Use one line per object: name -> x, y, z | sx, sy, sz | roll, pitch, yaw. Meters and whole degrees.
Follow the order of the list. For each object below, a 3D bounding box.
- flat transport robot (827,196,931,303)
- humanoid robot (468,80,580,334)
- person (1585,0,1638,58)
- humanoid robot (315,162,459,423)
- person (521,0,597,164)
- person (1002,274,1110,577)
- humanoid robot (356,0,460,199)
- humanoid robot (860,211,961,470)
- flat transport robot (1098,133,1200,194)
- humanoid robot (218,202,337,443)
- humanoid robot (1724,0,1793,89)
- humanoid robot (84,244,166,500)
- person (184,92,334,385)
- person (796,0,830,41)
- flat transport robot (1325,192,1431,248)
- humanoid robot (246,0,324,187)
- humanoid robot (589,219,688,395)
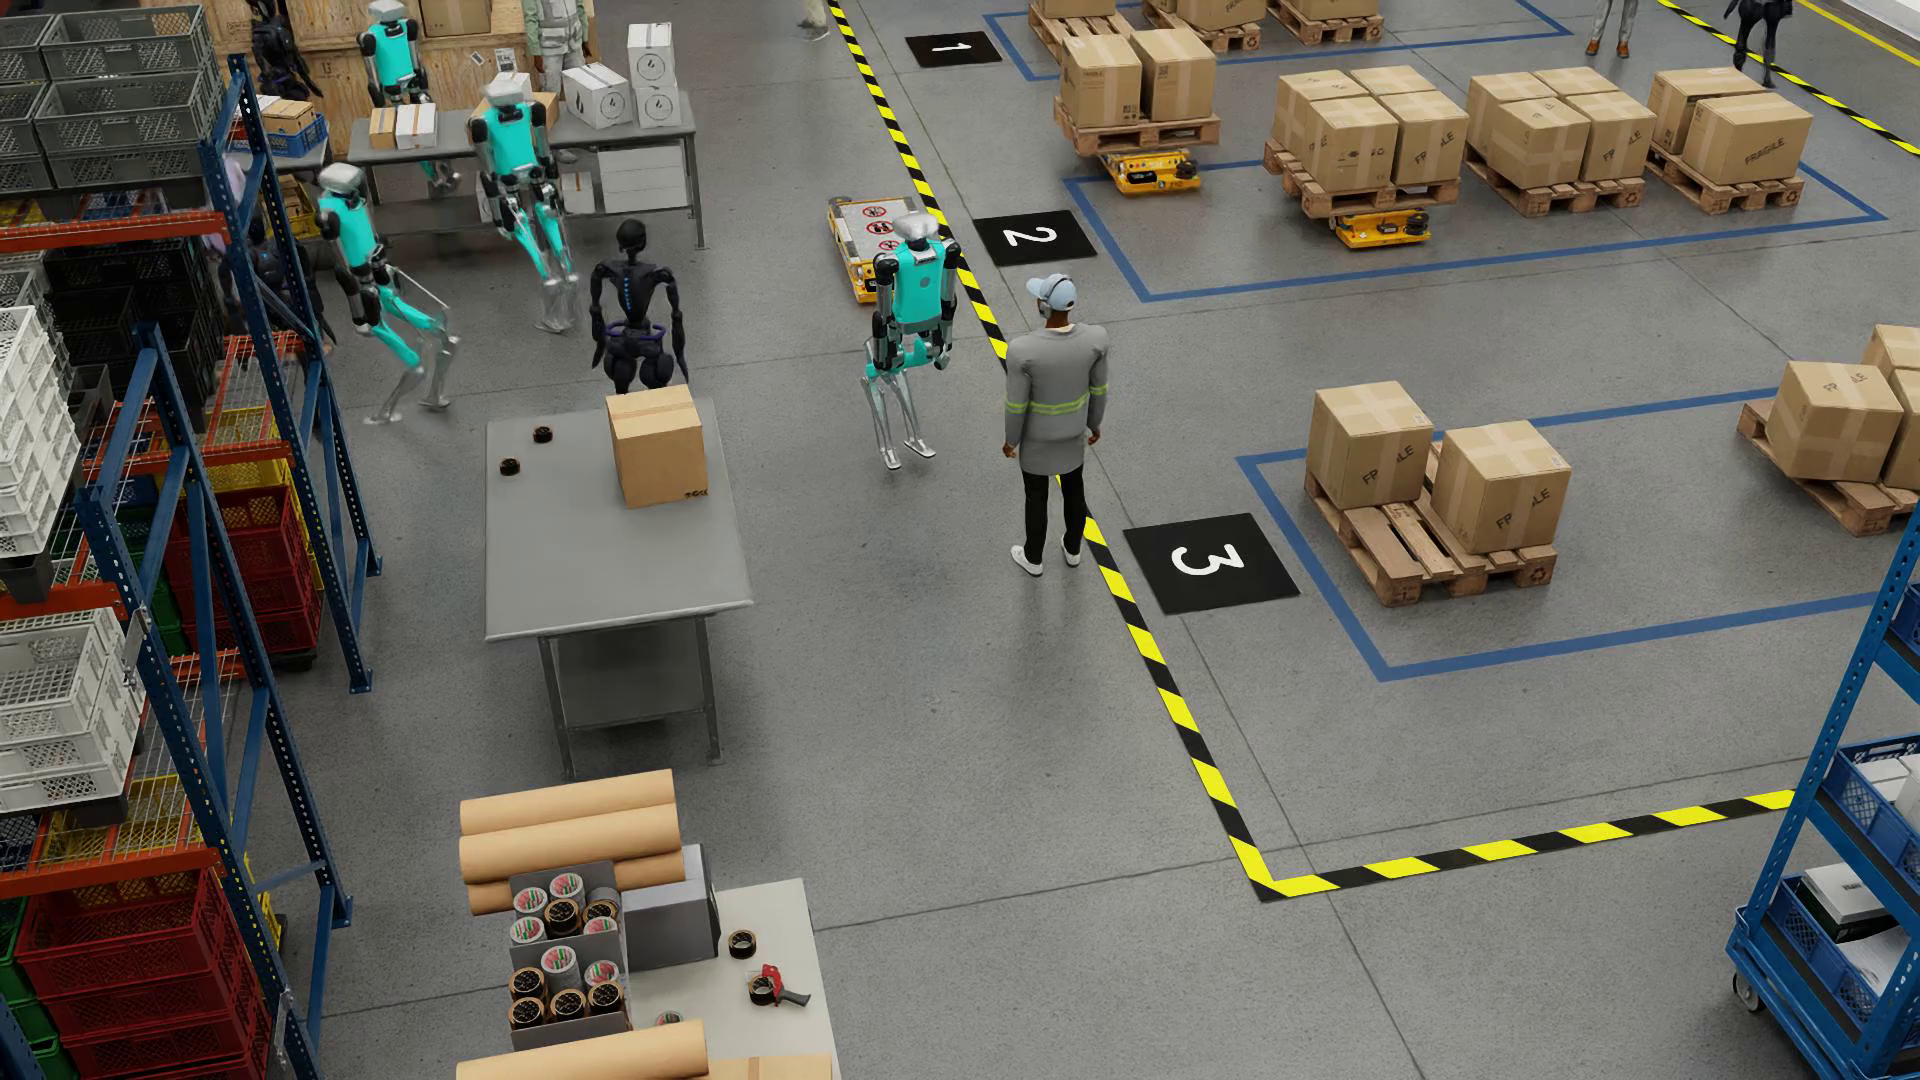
flat transport robot -> -0.570, -2.220, 12.538 | 0.659, 0.231, 1.431 | -8, 37, -10
humanoid robot -> -2.849, -2.150, 11.232 | 0.554, 1.806, 0.692 | -23, 43, -28
person -> 6.284, -5.476, 15.562 | 0.586, 1.884, 0.361 | 10, 38, 13
humanoid robot -> -3.475, -1.479, 10.310 | 0.776, 1.784, 0.550 | 4, 37, 5
person -> -3.271, -4.062, 13.618 | 0.411, 1.939, 0.602 | 26, 44, 30
person -> 0.507, -0.620, 9.059 | 0.596, 1.852, 0.359 | -12, 38, -16
humanoid robot -> -4.037, -3.135, 12.538 | 0.673, 1.802, 0.556 | 19, 41, 23
humanoid robot -> -0.363, -1.245, 9.882 | 0.533, 1.681, 0.735 | -18, 40, -23
flat transport robot -> 1.477, -3.325, 13.999 | 0.652, 0.197, 1.431 | -8, 37, -10
humanoid robot -> -4.142, -1.305, 10.130 | 0.589, 1.650, 0.318 | -25, 43, -30
humanoid robot -> 7.214, -4.815, 14.852 | 0.613, 1.645, 0.483 | -4, 37, -5
humanoid robot -> -4.831, -0.970, 9.669 | 0.415, 1.646, 0.613 | -5, 37, -7
person -> -4.725, -1.935, 10.695 | 0.883, 2.020, 0.602 | -20, 41, -25
person -> -1.480, -5.721, 16.026 | 0.376, 1.732, 0.655 | -3, 37, -4
flat transport robot -> 3.134, -2.740, 13.213 | 0.652, 0.197, 1.431 | -8, 37, -10
humanoid robot -> -5.352, -3.562, 13.178 | 0.490, 1.637, 0.593 | 4, 37, 5
humanoid robot -> -1.930, -1.106, 9.857 | 0.601, 1.641, 0.413 | 4, 37, 6
